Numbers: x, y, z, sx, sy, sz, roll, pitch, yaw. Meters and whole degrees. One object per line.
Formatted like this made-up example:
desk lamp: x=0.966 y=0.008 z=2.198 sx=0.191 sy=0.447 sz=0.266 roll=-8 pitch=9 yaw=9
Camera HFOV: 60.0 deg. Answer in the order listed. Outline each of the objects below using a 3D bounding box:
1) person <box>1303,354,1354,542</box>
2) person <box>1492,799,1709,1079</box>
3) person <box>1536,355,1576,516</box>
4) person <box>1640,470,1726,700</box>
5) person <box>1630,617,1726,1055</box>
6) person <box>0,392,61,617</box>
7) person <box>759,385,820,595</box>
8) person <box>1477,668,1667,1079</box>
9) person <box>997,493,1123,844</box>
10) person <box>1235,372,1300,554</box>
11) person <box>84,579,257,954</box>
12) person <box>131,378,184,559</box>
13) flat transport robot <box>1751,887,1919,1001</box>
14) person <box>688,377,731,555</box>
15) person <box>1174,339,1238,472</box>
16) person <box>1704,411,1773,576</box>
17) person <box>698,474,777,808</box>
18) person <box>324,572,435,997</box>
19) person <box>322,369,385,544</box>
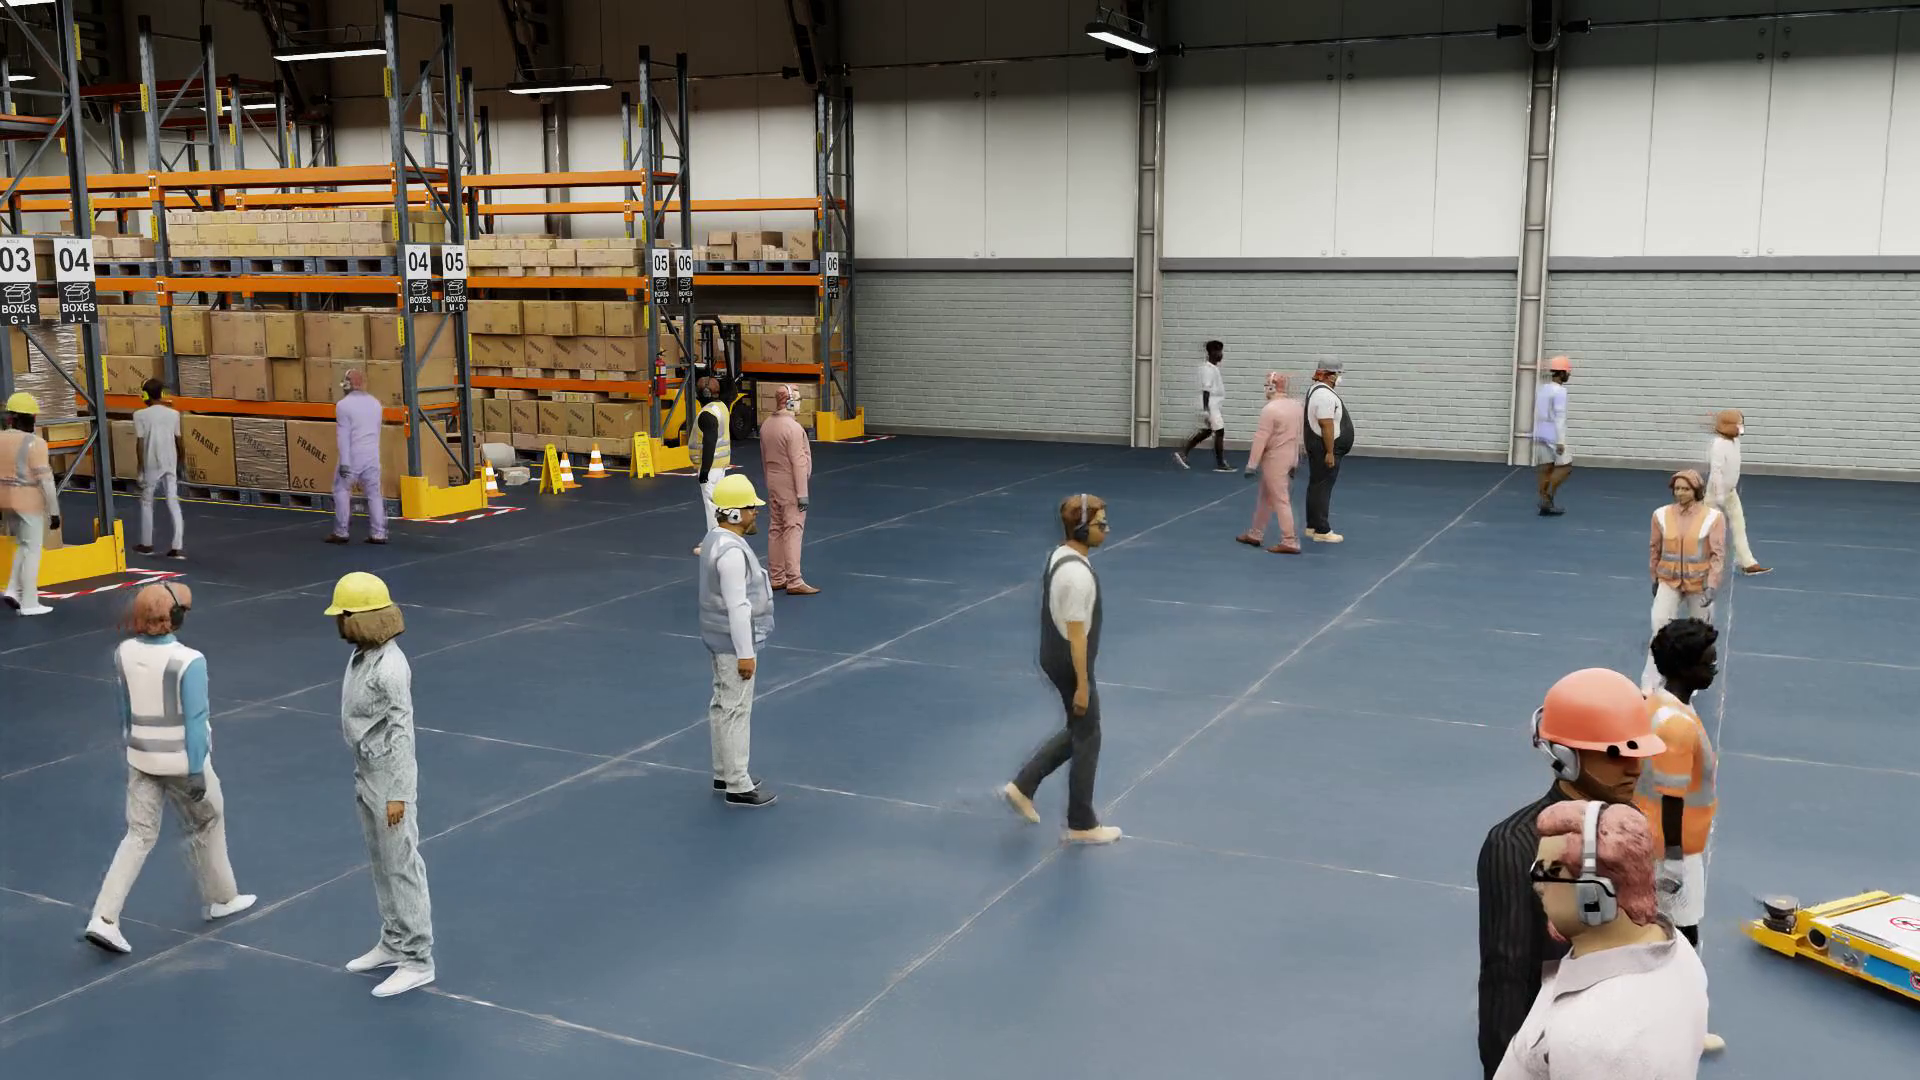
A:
person: x=4.012 y=-1.008 z=18.092 sx=0.538 sy=2.000 sz=0.689 roll=0 pitch=9 yaw=0
person: x=1.267 y=1.454 z=3.422 sx=0.410 sy=1.905 sz=0.641 roll=6 pitch=11 yaw=31
person: x=7.105 y=-1.231 z=19.813 sx=0.401 sy=1.923 sz=0.578 roll=-1 pitch=9 yaw=-4
person: x=4.884 y=0.331 z=11.253 sx=0.515 sy=1.594 sz=0.836 roll=7 pitch=12 yaw=38
person: x=2.585 y=1.105 z=6.209 sx=0.560 sy=1.680 sz=0.546 roll=3 pitch=10 yaw=18
person: x=-7.944 y=-0.299 z=14.145 sx=0.612 sy=1.907 sz=0.429 roll=3 pitch=10 yaw=17
person: x=-1.546 y=-0.457 z=15.125 sx=0.408 sy=1.909 sz=0.638 roll=-7 pitch=11 yaw=-35
person: x=1.513 y=1.290 z=4.136 sx=0.610 sy=1.996 sz=0.378 roll=-7 pitch=12 yaw=-37
person: x=0.536 y=0.666 z=8.476 sx=0.532 sy=1.829 sz=0.531 roll=-2 pitch=9 yaw=-9
person: x=3.178 y=-0.806 z=17.362 sx=0.881 sy=1.872 sz=0.662 roll=6 pitch=11 yaw=32
person: x=-3.500 y=0.974 z=7.268 sx=0.519 sy=1.606 sz=0.821 roll=3 pitch=10 yaw=20
person: x=-8.245 y=-0.733 z=17.008 sx=0.865 sy=1.835 sz=0.567 roll=7 pitch=12 yaw=37
flat transport robot: x=4.058 y=1.725 z=6.747 sx=0.652 sy=0.197 sz=1.431 roll=-5 pitch=10 yaw=-27
person: x=-2.599 y=-0.772 z=17.254 sx=0.429 sy=1.844 sz=0.627 roll=0 pitch=9 yaw=2
person: x=3.596 y=-1.961 z=24.264 sx=0.876 sy=1.940 sz=0.609 roll=2 pitch=10 yaw=14
person: x=7.399 y=-0.451 z=16.041 sx=0.519 sy=1.583 sz=0.878 roll=-7 pitch=12 yaw=-39
person: x=-1.228 y=0.549 z=9.177 sx=0.403 sy=1.834 sz=0.589 roll=-3 pitch=10 yaw=-20
person: x=-2.381 y=0.985 z=6.790 sx=0.325 sy=1.740 sz=0.492 roll=-7 pitch=11 yaw=-35
person: x=-6.528 y=-0.881 z=17.807 sx=0.793 sy=1.877 sz=0.666 roll=4 pitch=10 yaw=24
